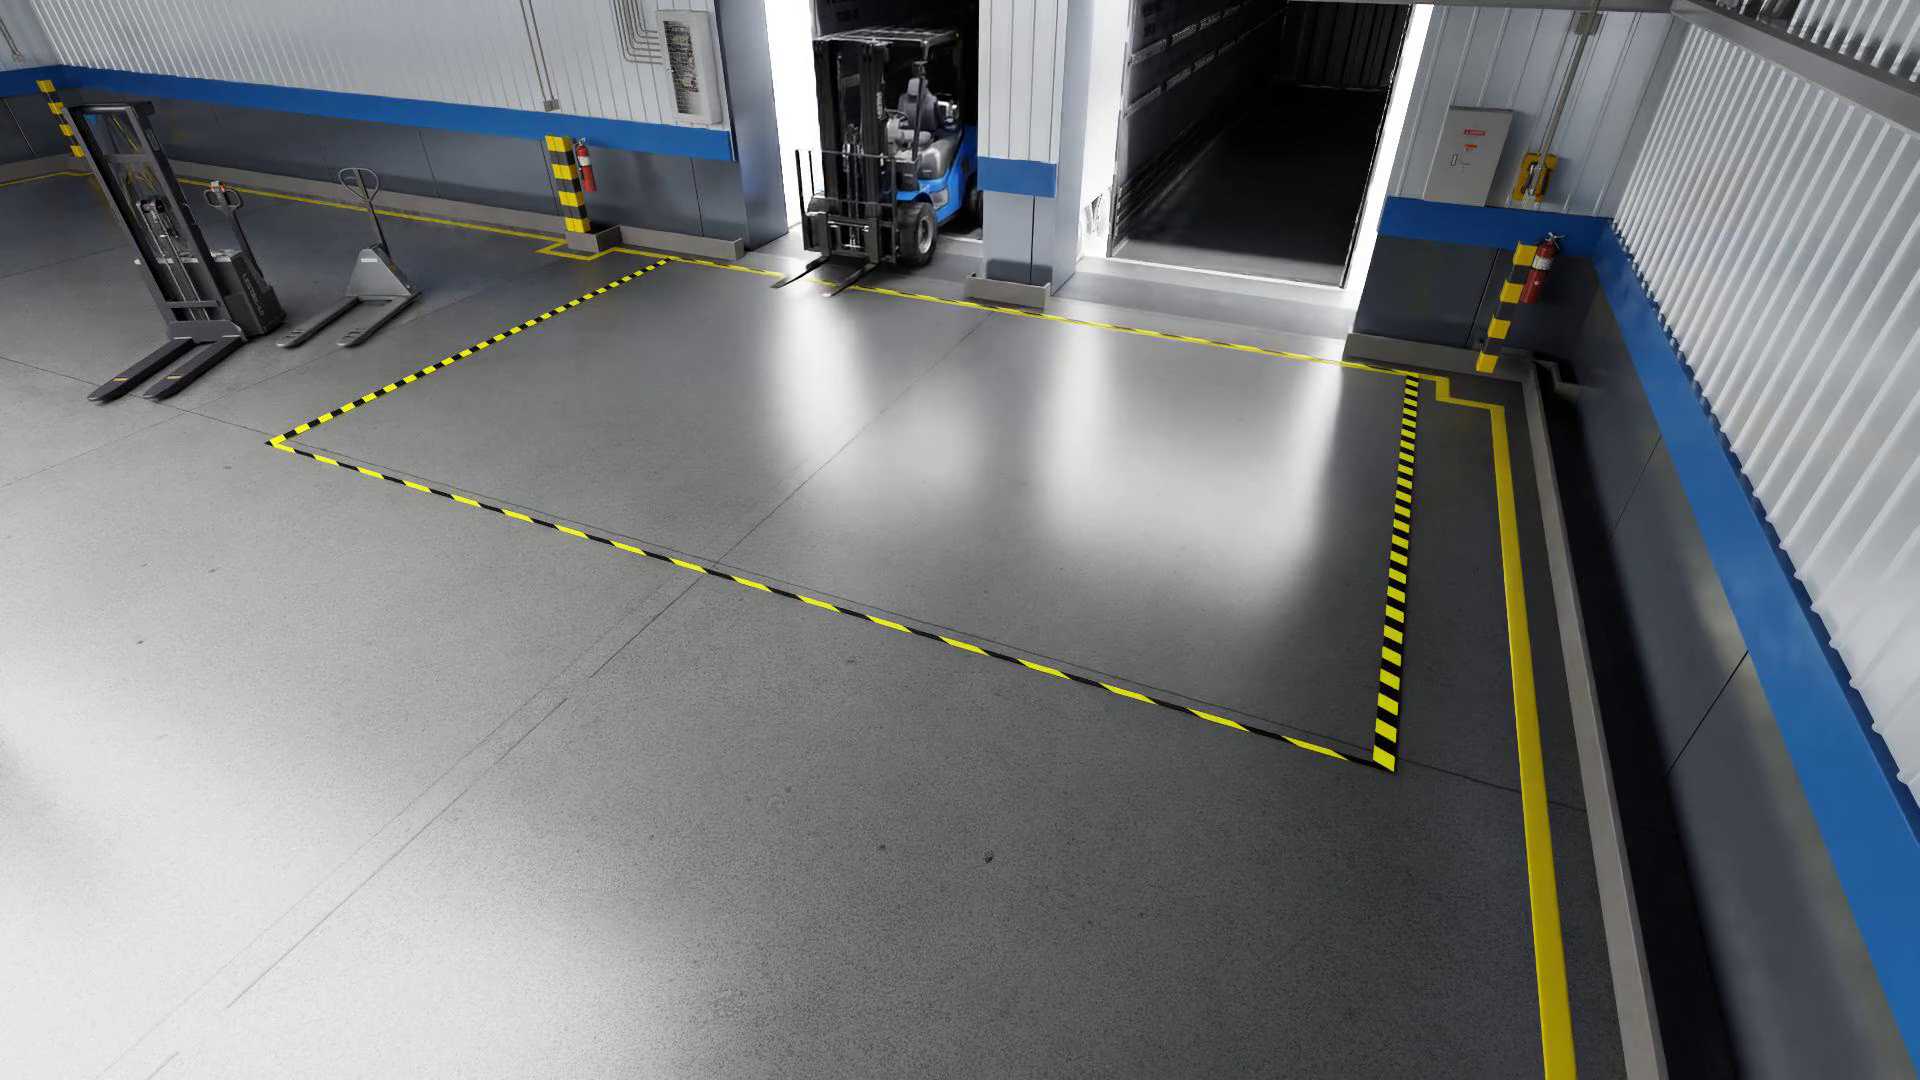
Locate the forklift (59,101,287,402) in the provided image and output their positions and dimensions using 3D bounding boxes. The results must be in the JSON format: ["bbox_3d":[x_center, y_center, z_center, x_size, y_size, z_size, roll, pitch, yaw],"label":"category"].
[{"bbox_3d":[-6.686,-2.387,7.434,0.823,1.965,1.885,-3,35,-5],"label":"forklift"}]

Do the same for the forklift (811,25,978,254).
[{"bbox_3d":[-0.664,-4.506,10.126,1.157,2.036,2.680,13,37,18],"label":"forklift"}]

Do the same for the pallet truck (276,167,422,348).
[{"bbox_3d":[-5.732,-2.611,8.414,0.680,1.201,1.601,-1,35,-1],"label":"pallet truck"}]
